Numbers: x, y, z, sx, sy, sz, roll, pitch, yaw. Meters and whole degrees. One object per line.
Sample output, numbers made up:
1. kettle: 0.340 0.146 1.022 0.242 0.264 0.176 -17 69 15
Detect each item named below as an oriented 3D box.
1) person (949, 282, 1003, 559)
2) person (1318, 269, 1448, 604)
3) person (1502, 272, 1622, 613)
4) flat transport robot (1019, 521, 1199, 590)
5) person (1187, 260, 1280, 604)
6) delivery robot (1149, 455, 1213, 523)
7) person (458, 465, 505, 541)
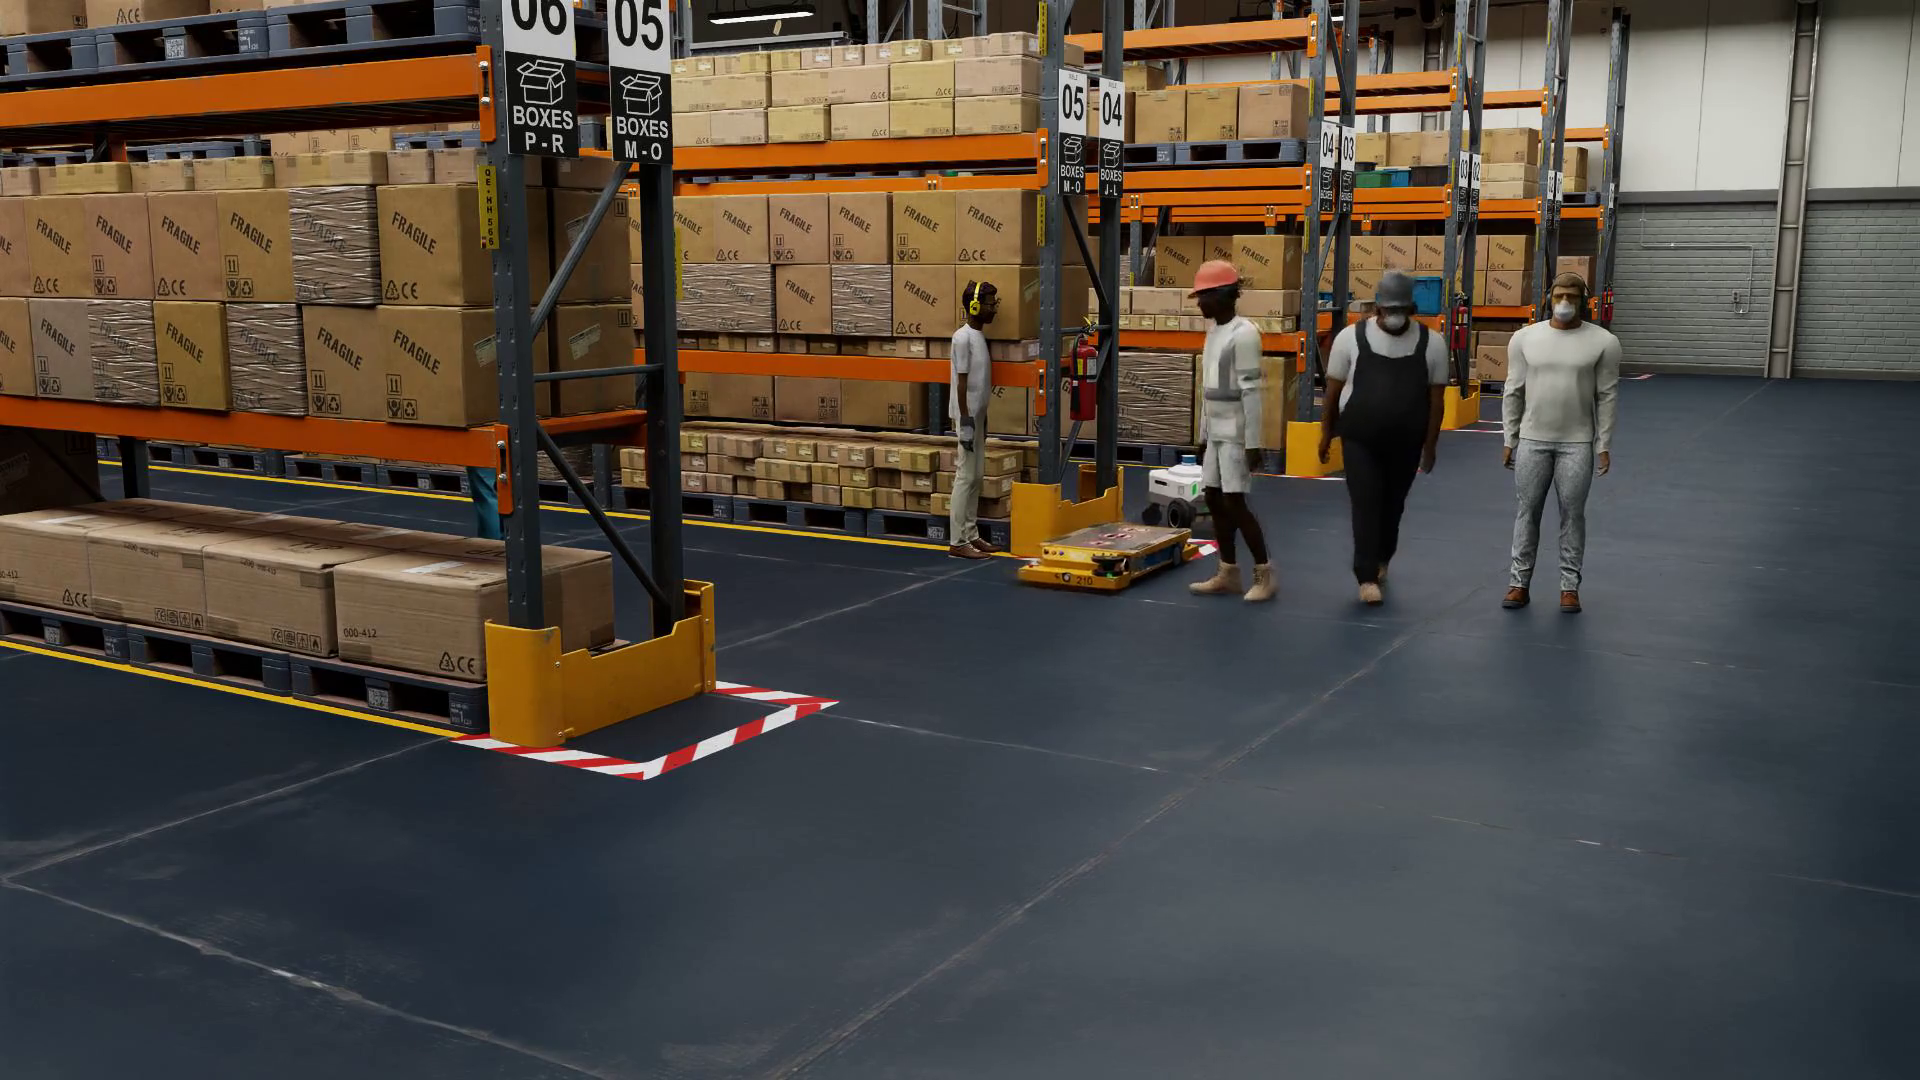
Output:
1. person: 0.098 -0.799 11.201 0.333 1.860 0.509 3 10 15
2. person: 2.547 -0.685 9.995 0.706 2.000 1.052 1 10 4
3. person: 3.420 -0.554 9.527 0.628 1.940 0.373 4 11 24
4. flat transport robot: 0.983 0.079 10.693 0.652 0.197 1.431 5 11 28
5. person: 1.632 -0.630 9.817 0.601 2.013 0.644 -2 10 -12
6. delivery robot: 1.694 -0.389 12.330 0.477 0.478 0.707 -4 10 -22
7. person: -2.964 -0.658 10.407 0.386 1.845 0.568 2 10 10
